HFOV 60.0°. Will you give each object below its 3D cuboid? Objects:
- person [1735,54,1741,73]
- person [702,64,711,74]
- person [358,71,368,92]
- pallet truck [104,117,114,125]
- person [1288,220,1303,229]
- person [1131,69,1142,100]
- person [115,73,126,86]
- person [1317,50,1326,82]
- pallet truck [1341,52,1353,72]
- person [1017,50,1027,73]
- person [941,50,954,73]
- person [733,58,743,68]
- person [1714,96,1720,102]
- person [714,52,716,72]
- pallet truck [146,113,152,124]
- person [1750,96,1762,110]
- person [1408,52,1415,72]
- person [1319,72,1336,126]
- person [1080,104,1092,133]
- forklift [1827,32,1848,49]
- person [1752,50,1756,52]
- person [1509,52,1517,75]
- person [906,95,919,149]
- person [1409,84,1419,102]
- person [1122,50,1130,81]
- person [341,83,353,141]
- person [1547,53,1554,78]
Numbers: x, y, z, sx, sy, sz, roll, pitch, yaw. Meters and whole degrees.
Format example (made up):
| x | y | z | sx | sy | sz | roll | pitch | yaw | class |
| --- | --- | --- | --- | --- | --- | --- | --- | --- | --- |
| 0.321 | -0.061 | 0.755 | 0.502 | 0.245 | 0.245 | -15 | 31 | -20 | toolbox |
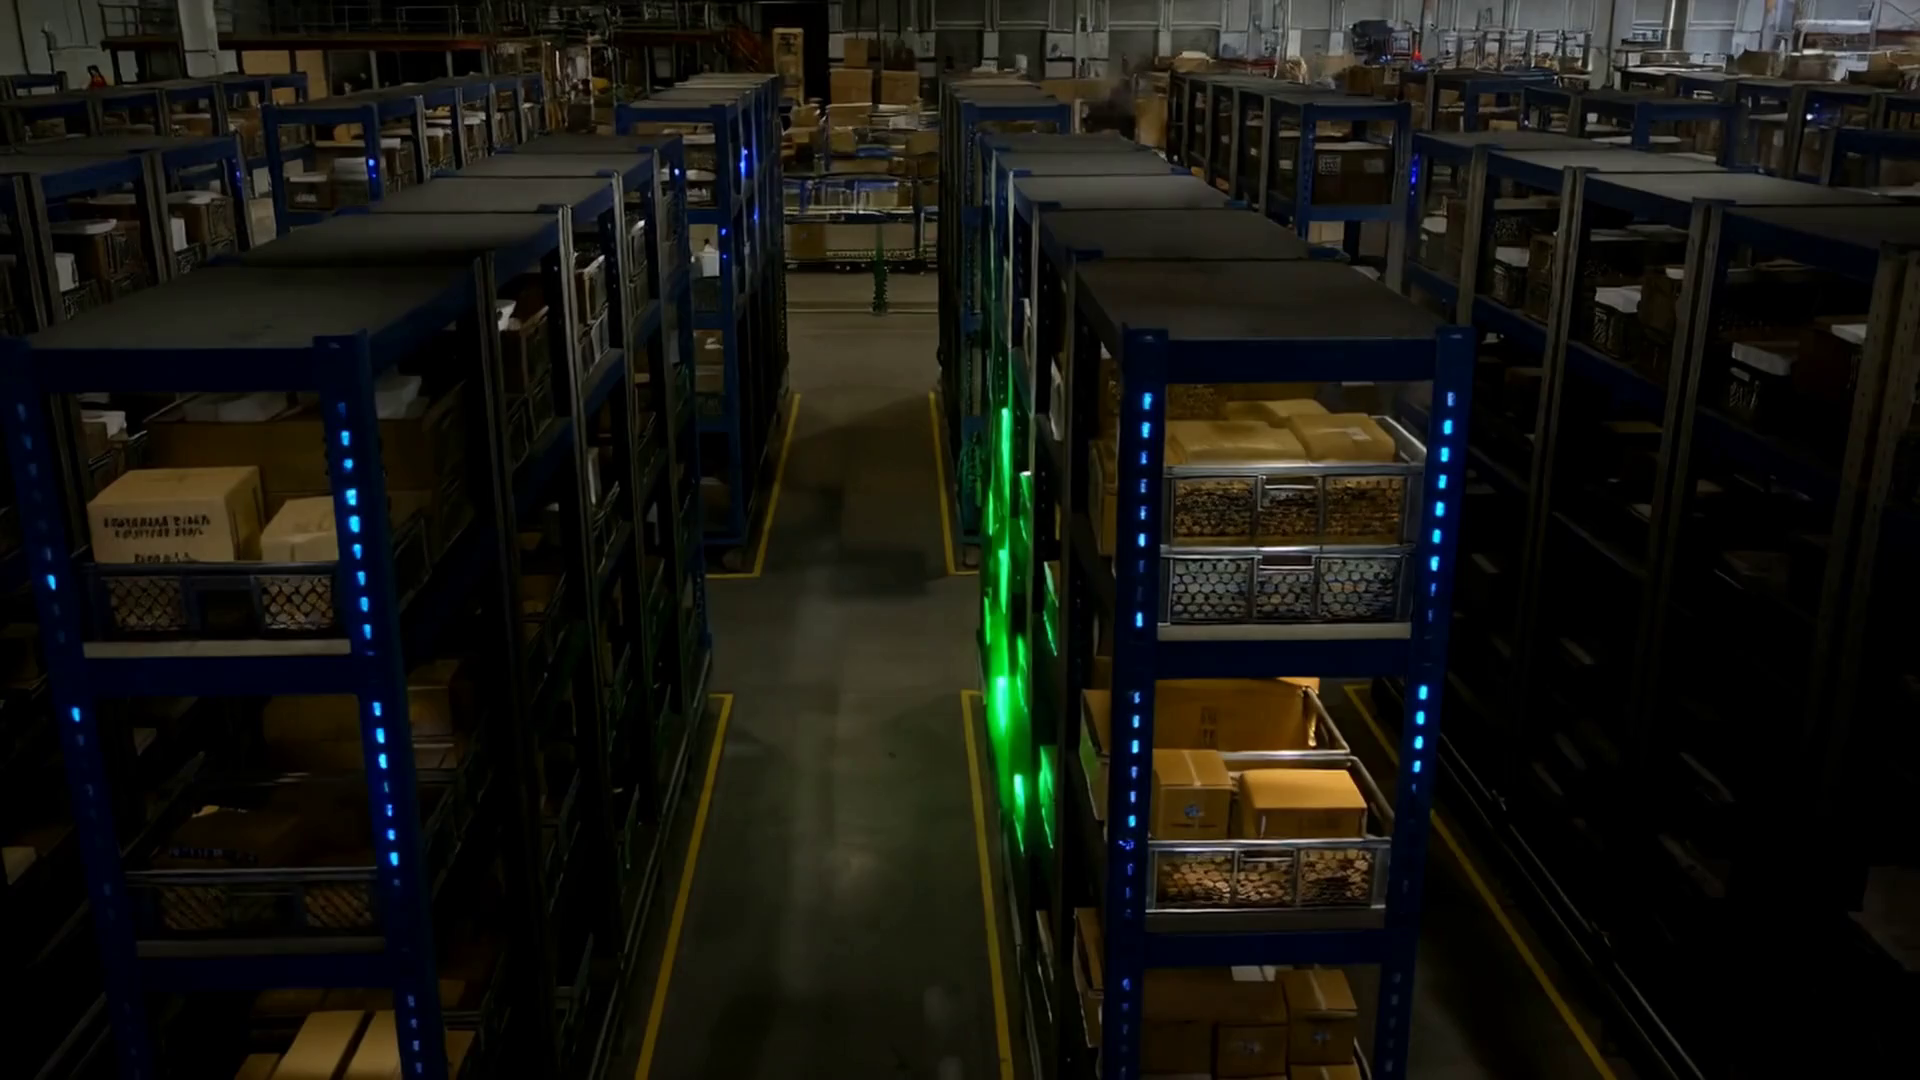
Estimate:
| x | y | z | sx | sy | sz | roll | pitch | yaw | class |
| --- | --- | --- | --- | --- | --- | --- | --- | --- | --- |
| 37.339 | -22.327 | 79.860 | 0.355 | 1.938 | 0.637 | -1 | 18 | -2 | person |
| -9.833 | -17.460 | 64.636 | 0.387 | 2.039 | 0.616 | -1 | 18 | -2 | person |
| -21.953 | -16.229 | 61.037 | 0.705 | 1.914 | 0.549 | -7 | 19 | -21 | person |
| -18.367 | -7.885 | 35.078 | 1.885 | 1.965 | 0.823 | 1 | 18 | 2 | pallet truck |
| 3.828 | -2.769 | 19.390 | 0.406 | 1.906 | 0.654 | -1 | 18 | -2 | person |
| 6.513 | -16.194 | 60.721 | 0.876 | 2.000 | 0.676 | 3 | 18 | 10 | person |
| -29.690 | -15.597 | 59.055 | 0.374 | 1.925 | 0.595 | -1 | 18 | -2 | person |
| 18.822 | -24.603 | 86.909 | 0.584 | 1.949 | 0.686 | 17 | 24 | 42 | person |
| 18.794 | -23.123 | 82.231 | 0.823 | 1.965 | 1.885 | -13 | 22 | -35 | pallet truck |
| 3.354 | -25.983 | 91.391 | 0.890 | 1.816 | 0.620 | 17 | 24 | 42 | person |
| -0.644 | -24.705 | 87.228 | 0.688 | 1.931 | 0.725 | 3 | 18 | 9 | person |
| -12.440 | -26.549 | 92.996 | 0.561 | 1.902 | 0.814 | -10 | 20 | -28 | person |
| 22.942 | -12.762 | 50.319 | 0.606 | 1.897 | 0.633 | -7 | 19 | -21 | person |
| -13.488 | -25.857 | 91.172 | 0.316 | 1.696 | 0.541 | -1 | 18 | -2 | person |
| -18.087 | -8.309 | 36.390 | 1.885 | 1.965 | 0.823 | -1 | 18 | -4 | pallet truck |
| 29.713 | -16.591 | 62.132 | 0.805 | 1.938 | 0.610 | 7 | 19 | 21 | person |
| 23.257 | -24.187 | 85.735 | 0.312 | 1.865 | 0.537 | -1 | 18 | -2 | person |
| 13.359 | -16.060 | 60.550 | 0.944 | 1.883 | 0.655 | 16 | 24 | 40 | person |
| 3.142 | -10.076 | 42.092 | 0.402 | 1.858 | 0.517 | 4 | 18 | 13 | person |
| 46.023 | -25.321 | 87.619 | 1.129 | 2.768 | 1.873 | -1 | 18 | -2 | forklift |
| 43.483 | -25.922 | 91.173 | 0.983 | 1.837 | 0.583 | 4 | 18 | 12 | person |
| 28.958 | -24.685 | 87.348 | 0.697 | 1.825 | 0.521 | -14 | 22 | -36 | person |
| -1.377 | -11.978 | 48.141 | 0.535 | 1.740 | 0.484 | 15 | 23 | 38 | person |
| 17.694 | -17.439 | 65.143 | 0.471 | 1.687 | 0.538 | 0 | 18 | 1 | person |
| 8.771 | -24.891 | 87.839 | 0.519 | 1.910 | 0.613 | 8 | 20 | 23 | person |
| -19.311 | -13.471 | 52.547 | 0.340 | 1.880 | 0.586 | -1 | 18 | -2 | person |
| 31.272 | -24.883 | 88.086 | 0.315 | 1.741 | 0.494 | -1 | 18 | -2 | person |
